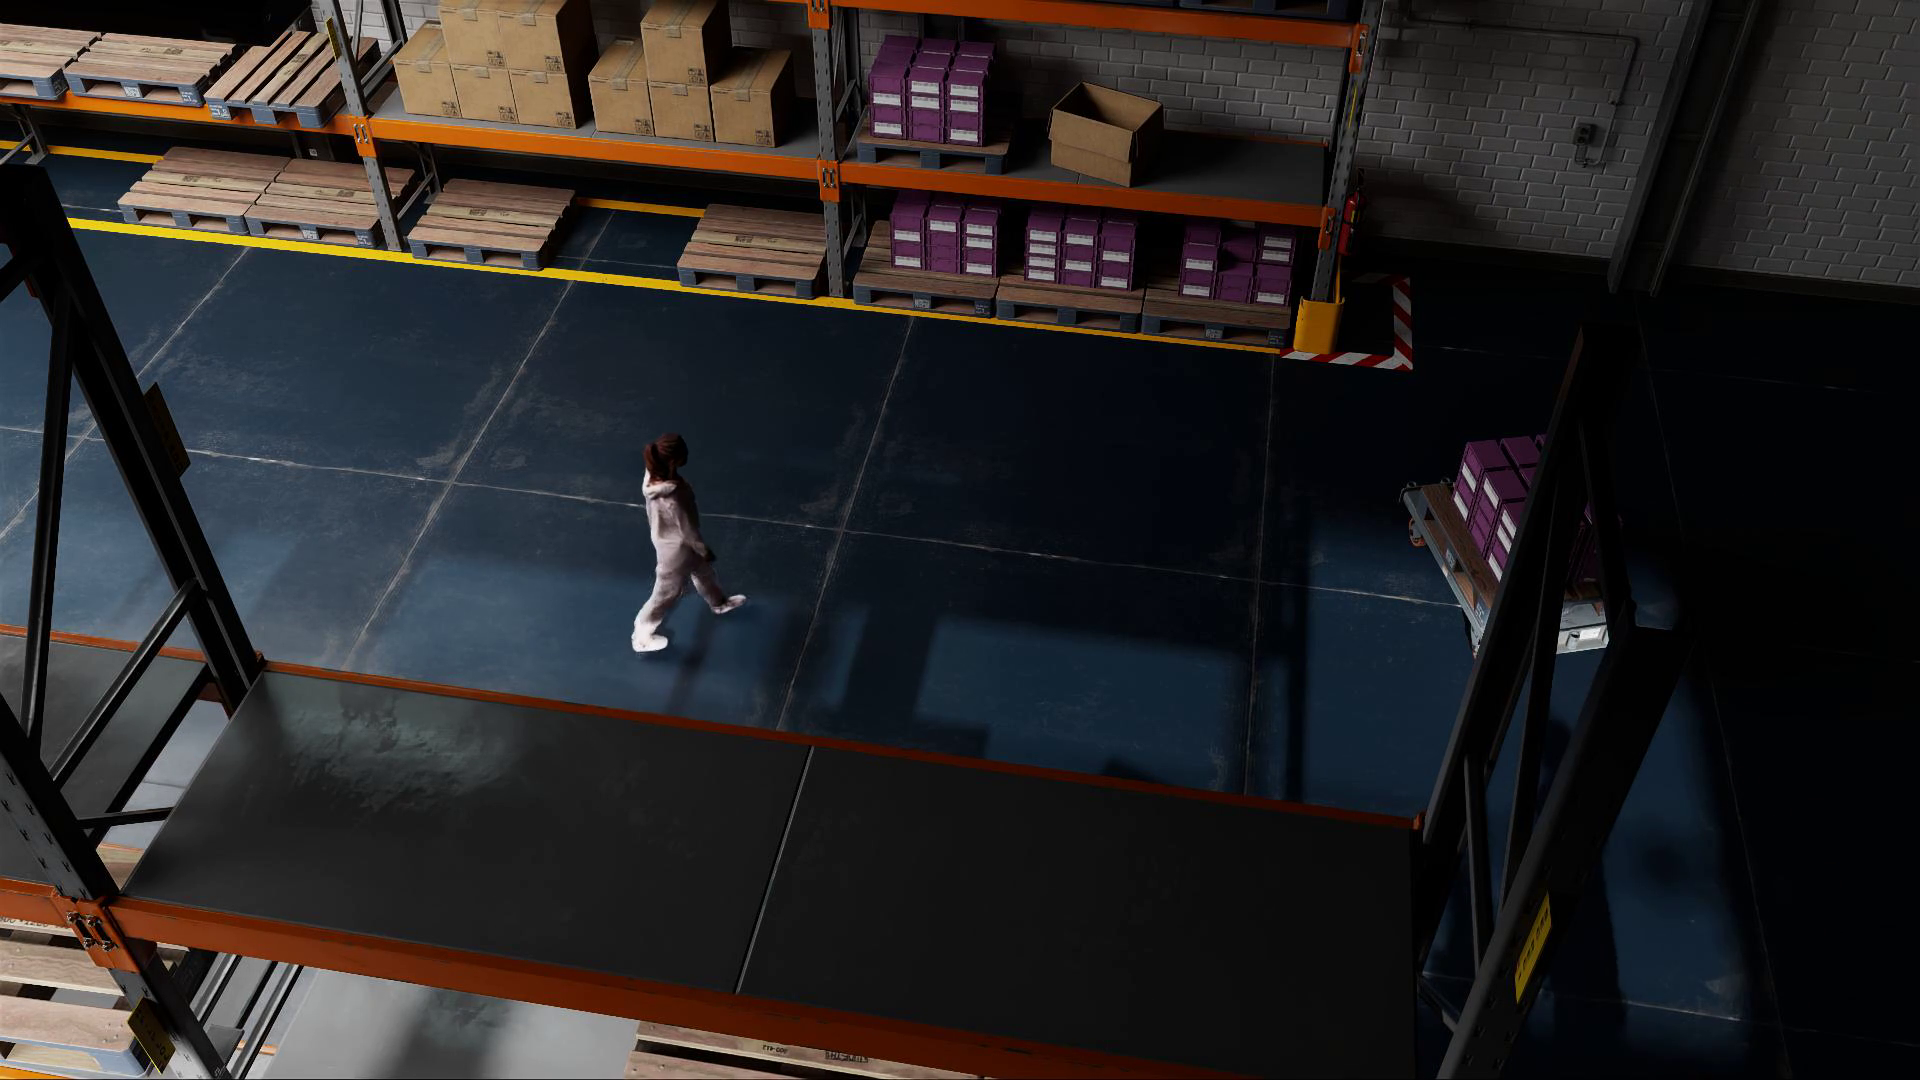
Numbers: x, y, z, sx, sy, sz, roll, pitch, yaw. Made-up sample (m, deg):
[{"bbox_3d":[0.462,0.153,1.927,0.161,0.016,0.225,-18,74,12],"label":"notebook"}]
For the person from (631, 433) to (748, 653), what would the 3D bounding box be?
[{"bbox_3d":[-1.918,0.063,10.738,1.167,1.652,0.995,-17,46,-17],"label":"person"}]
